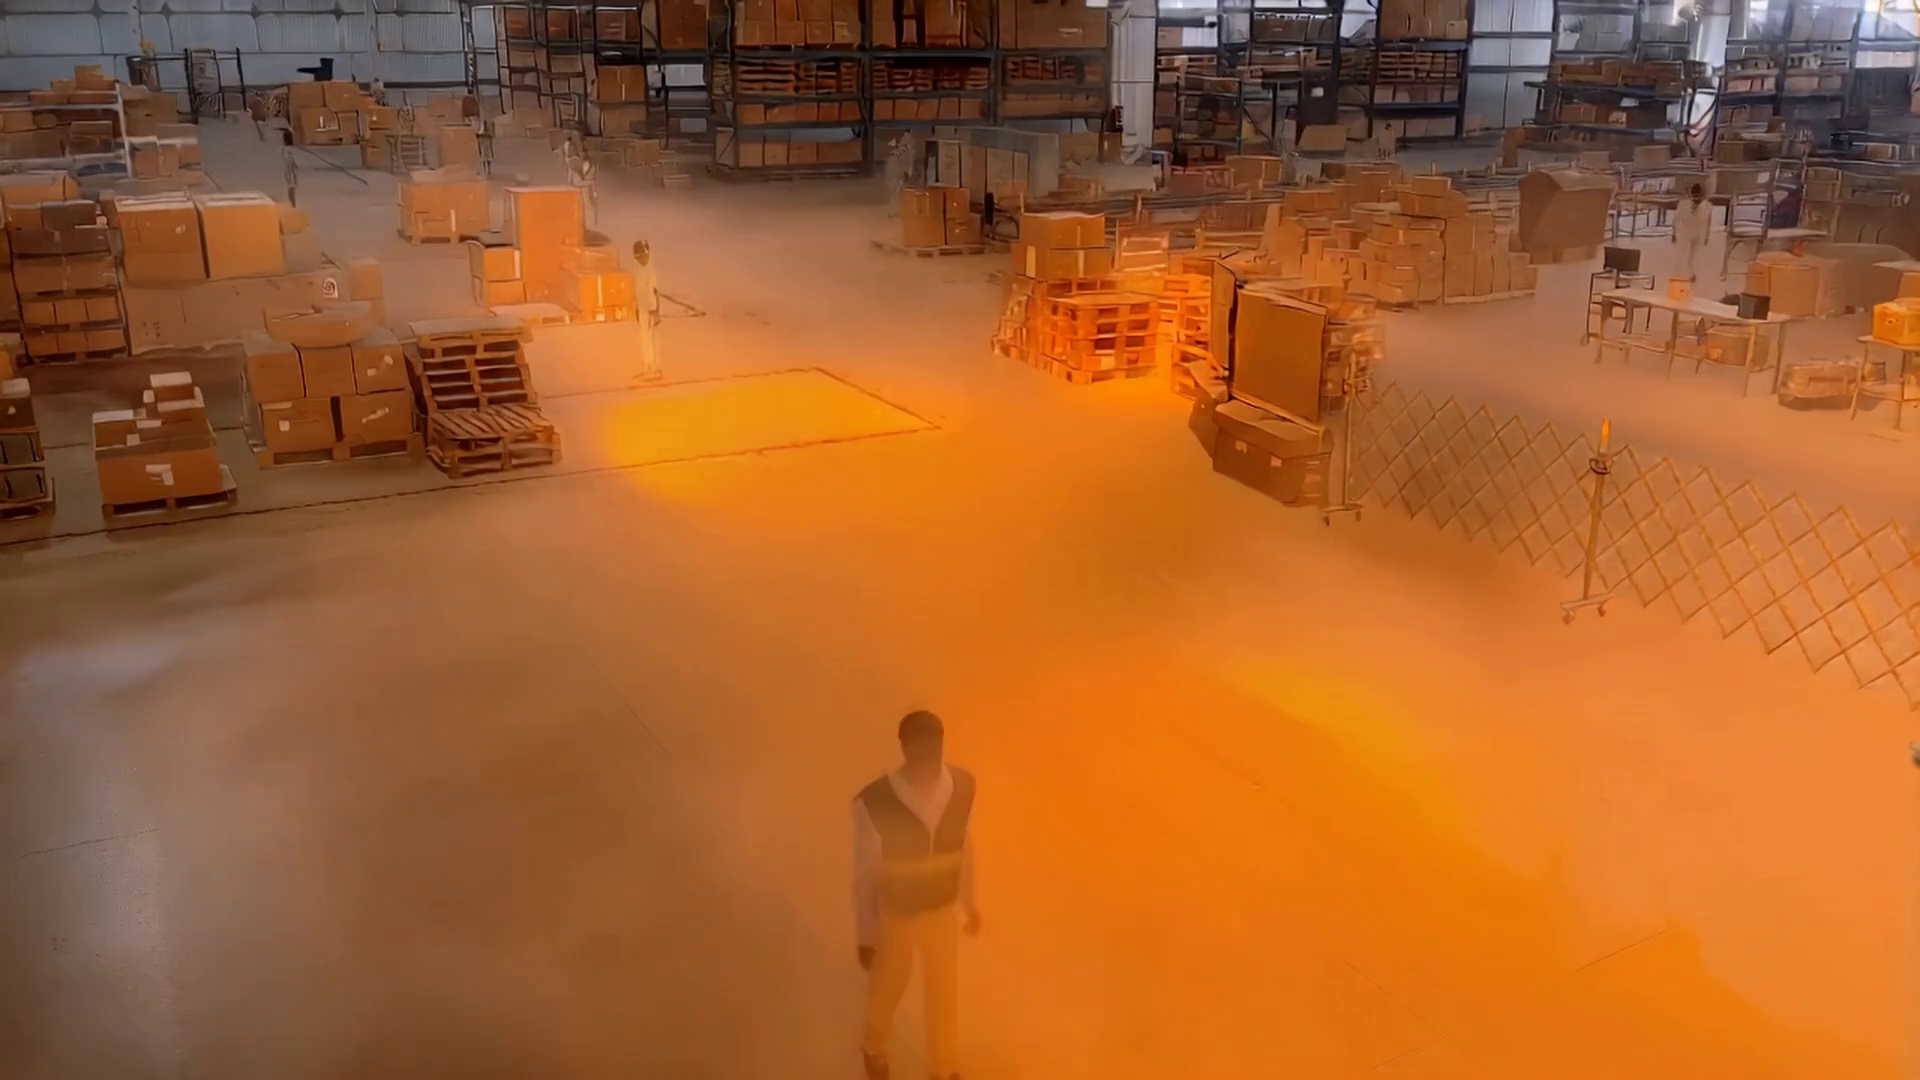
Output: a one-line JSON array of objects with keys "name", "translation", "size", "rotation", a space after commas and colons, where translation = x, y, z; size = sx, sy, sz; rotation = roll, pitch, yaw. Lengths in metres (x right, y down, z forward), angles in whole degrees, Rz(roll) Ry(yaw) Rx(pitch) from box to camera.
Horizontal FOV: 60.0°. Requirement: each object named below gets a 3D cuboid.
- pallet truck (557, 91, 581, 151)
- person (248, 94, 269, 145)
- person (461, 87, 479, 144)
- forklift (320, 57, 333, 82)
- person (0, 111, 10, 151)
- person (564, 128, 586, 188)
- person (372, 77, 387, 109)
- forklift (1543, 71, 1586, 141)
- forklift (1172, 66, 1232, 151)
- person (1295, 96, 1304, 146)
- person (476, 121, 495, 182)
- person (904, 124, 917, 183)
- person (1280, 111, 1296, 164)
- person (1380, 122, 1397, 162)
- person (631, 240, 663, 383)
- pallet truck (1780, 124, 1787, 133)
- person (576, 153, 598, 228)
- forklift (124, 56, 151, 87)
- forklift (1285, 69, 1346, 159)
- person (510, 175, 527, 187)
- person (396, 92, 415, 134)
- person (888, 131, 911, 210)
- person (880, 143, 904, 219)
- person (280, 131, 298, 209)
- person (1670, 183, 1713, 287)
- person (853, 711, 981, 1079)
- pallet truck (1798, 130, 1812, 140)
[{"name": "pallet truck", "translation": [-13.495, -14.412, 57.188], "size": [0.823, 1.965, 1.885], "rotation": [-3, 18, -9]}, {"name": "person", "translation": [-25.151, -15.063, 59.565], "size": [0.970, 1.781, 0.630], "rotation": [15, 23, 39]}, {"name": "person", "translation": [-17.643, -15.288, 59.919], "size": [0.610, 1.996, 0.378], "rotation": [-7, 19, -21]}, {"name": "forklift", "translation": [-25.134, -17.789, 66.292], "size": [1.873, 2.768, 1.129], "rotation": [-9, 20, -26]}, {"name": "person", "translation": [-33.006, -14.306, 57.032], "size": [0.655, 1.883, 1.004], "rotation": [-5, 18, -15]}, {"name": "person", "translation": [-9.428, -9.143, 40.885], "size": [0.541, 1.930, 0.385], "rotation": [-2, 18, -7]}, {"name": "person", "translation": [-24.932, -18.944, 71.502], "size": [0.542, 1.896, 0.988], "rotation": [0, 18, -1]}, {"name": "forklift", "translation": [18.685, -13.231, 52.085], "size": [1.873, 2.768, 1.129], "rotation": [-9, 20, -26]}, {"name": "forklift", "translation": [8.278, -14.712, 56.702], "size": [1.873, 2.768, 1.129], "rotation": [-2, 18, -7]}, {"name": "person", "translation": [12.147, -14.885, 59.115], "size": [0.903, 1.721, 0.527], "rotation": [-13, 22, -35]}, {"name": "person", "translation": [-13.384, -10.961, 46.945], "size": [0.333, 1.686, 0.536], "rotation": [14, 23, 38]}, {"name": "person", "translation": [-1.462, -10.840, 46.654], "size": [0.480, 1.627, 0.518], "rotation": [-8, 19, -23]}, {"name": "person", "translation": [10.279, -12.641, 52.271], "size": [0.534, 1.616, 0.484], "rotation": [-6, 19, -18]}, {"name": "person", "translation": [12.293, -11.246, 47.932], "size": [0.494, 1.612, 0.695], "rotation": [-3, 18, -8]}, {"name": "person", "translation": [-4.123, -2.992, 21.803], "size": [0.329, 1.865, 0.509], "rotation": [-16, 24, -40]}, {"name": "pallet truck", "translation": [25.206, -12.542, 52.601], "size": [1.601, 1.201, 0.680], "rotation": [0, 18, -2]}, {"name": "person", "translation": [-8.329, -7.814, 37.191], "size": [0.514, 1.643, 0.307], "rotation": [6, 19, 17]}, {"name": "forklift", "translation": [-33.746, -18.506, 68.527], "size": [1.873, 2.768, 1.129], "rotation": [7, 19, 21]}, {"name": "forklift", "translation": [11.615, -13.871, 54.079], "size": [1.129, 2.768, 1.873], "rotation": [-9, 20, -27]}, {"name": "person", "translation": [-7.883, -5.580, 29.821], "size": [0.987, 1.883, 0.574], "rotation": [-1, 18, -4]}, {"name": "person", "translation": [-19.399, -14.705, 58.246], "size": [0.592, 1.910, 0.380], "rotation": [-6, 19, -19]}, {"name": "person", "translation": [-1.500, -8.910, 40.183], "size": [0.544, 1.892, 0.932], "rotation": [6, 19, 18]}, {"name": "person", "translation": [-1.539, -8.363, 38.789], "size": [0.662, 1.720, 0.461], "rotation": [15, 23, 40]}, {"name": "person", "translation": [-15.864, -8.680, 39.388], "size": [0.371, 1.960, 0.608], "rotation": [-11, 21, -31]}, {"name": "person", "translation": [12.865, -5.372, 29.320], "size": [0.615, 1.806, 0.723], "rotation": [10, 20, 29]}, {"name": "person", "translation": [-0.190, 1.634, 7.367], "size": [0.600, 1.940, 0.539], "rotation": [-10, 20, -28]}, {"name": "pallet truck", "translation": [25.526, -11.556, 49.408], "size": [1.630, 1.274, 0.653], "rotation": [-9, 20, -26]}]
